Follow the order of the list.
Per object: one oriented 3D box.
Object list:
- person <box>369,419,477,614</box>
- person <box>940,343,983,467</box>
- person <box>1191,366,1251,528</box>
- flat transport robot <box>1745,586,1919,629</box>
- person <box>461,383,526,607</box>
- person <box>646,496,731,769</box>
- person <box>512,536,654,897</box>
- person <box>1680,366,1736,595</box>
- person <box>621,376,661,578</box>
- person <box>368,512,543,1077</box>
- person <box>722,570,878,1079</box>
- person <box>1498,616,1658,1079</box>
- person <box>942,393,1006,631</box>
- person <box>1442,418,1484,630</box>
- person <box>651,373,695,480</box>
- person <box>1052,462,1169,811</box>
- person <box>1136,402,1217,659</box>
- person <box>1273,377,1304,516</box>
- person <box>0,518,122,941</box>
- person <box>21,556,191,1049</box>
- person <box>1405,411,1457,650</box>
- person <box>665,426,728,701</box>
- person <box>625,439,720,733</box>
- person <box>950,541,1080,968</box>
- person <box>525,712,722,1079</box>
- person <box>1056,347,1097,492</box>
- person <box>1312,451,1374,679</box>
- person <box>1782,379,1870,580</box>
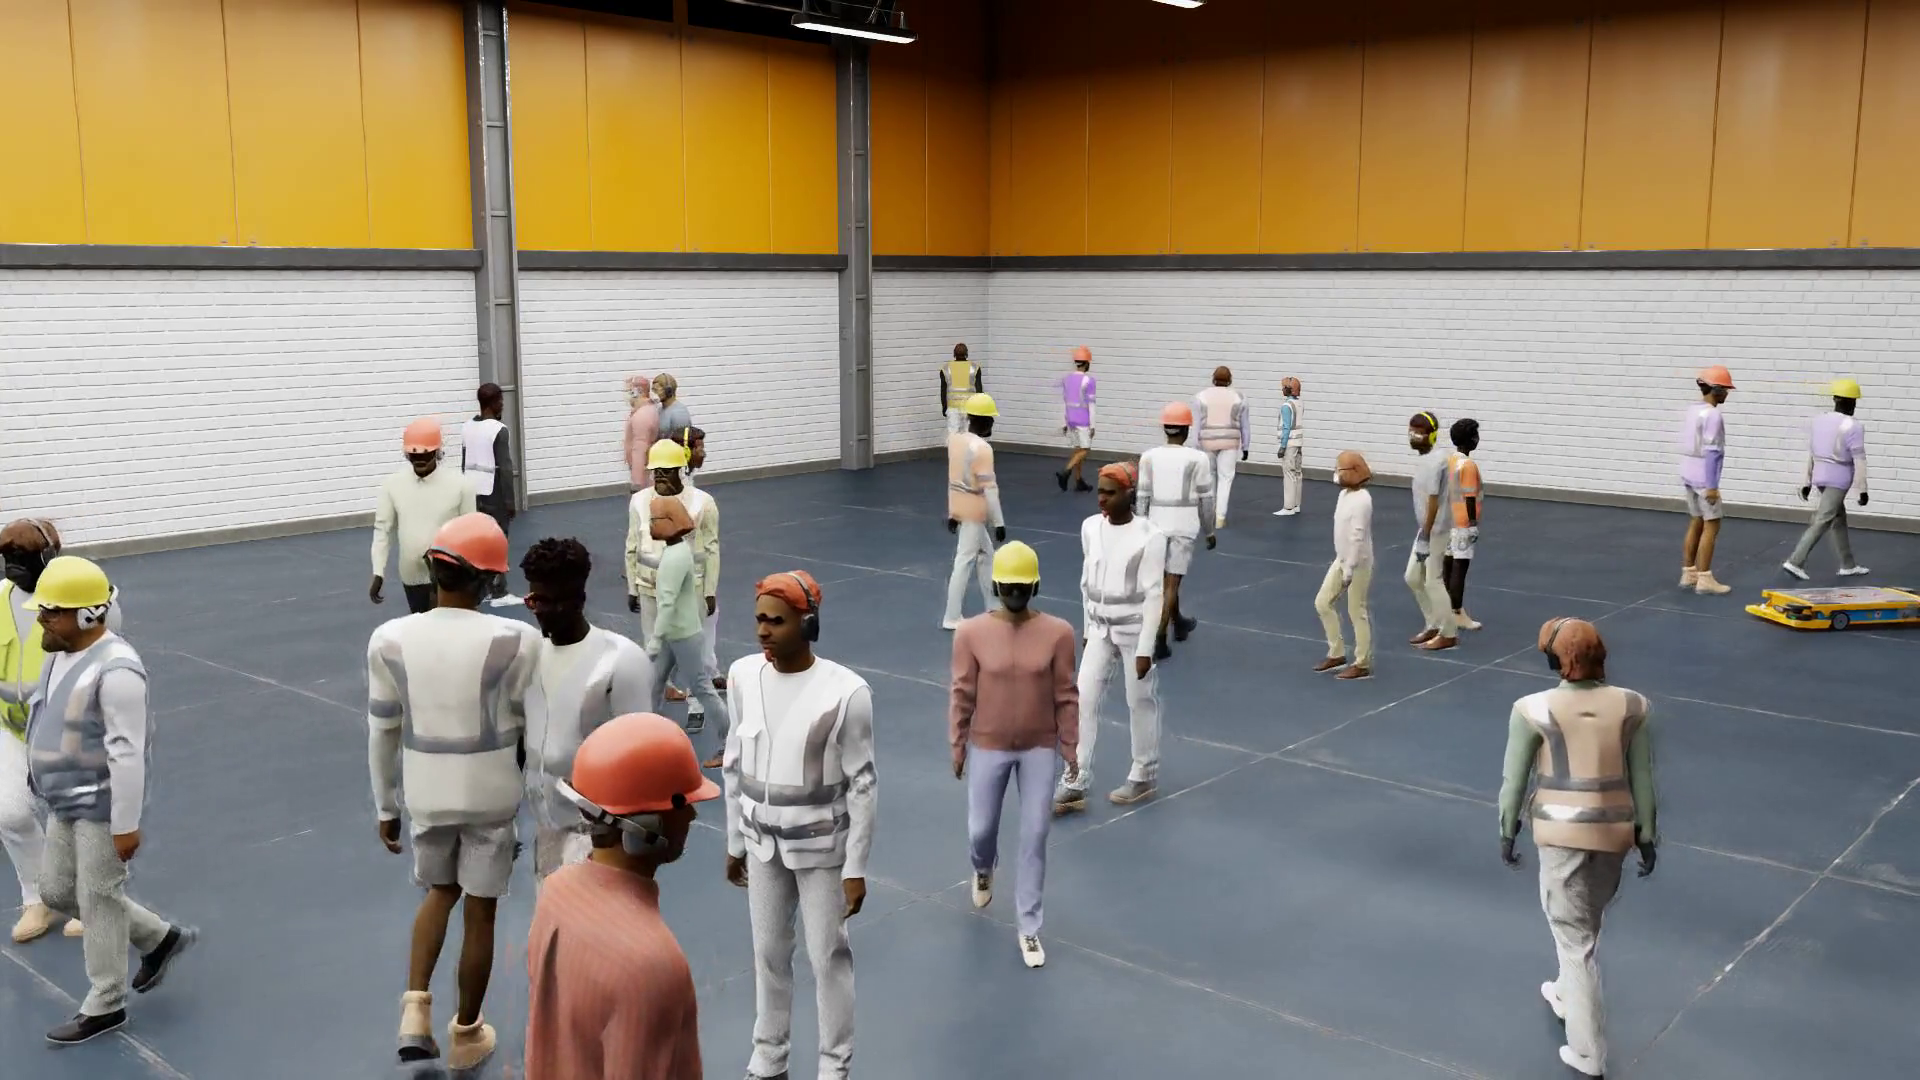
[{"bbox_3d":[-3.331,0.230,10.305,0.605,1.939,0.995,1,9,5],"label":"person"},{"bbox_3d":[0.025,-1.962,24.398,0.627,1.847,0.429,1,9,4],"label":"person"},{"bbox_3d":[2.973,-1.073,18.929,0.657,1.801,0.937,2,9,13],"label":"person"},{"bbox_3d":[7.272,0.544,13.584,1.431,0.197,0.652,-1,9,-9],"label":"flat transport robot"},{"bbox_3d":[-4.041,-0.385,14.270,0.596,1.914,0.373,7,11,38],"label":"person"},{"bbox_3d":[-1.643,0.541,9.464,0.860,1.584,0.517,-2,9,-12],"label":"person"},{"bbox_3d":[-1.352,0.947,5.785,0.638,1.949,0.429,6,11,33],"label":"person"},{"bbox_3d":[6.688,-0.541,14.884,0.410,2.031,0.645,1,9,6],"label":"person"},{"bbox_3d":[-2.959,-0.607,15.798,0.408,1.884,0.894,2,9,12],"label":"person"},{"bbox_3d":[-1.742,0.904,5.862,0.616,2.015,0.426,1,9,4],"label":"person"},{"bbox_3d":[-0.542,1.028,5.499,0.575,1.882,0.359,5,10,30],"label":"person"},{"bbox_3d":[2.220,1.074,6.066,0.524,1.593,0.789,-1,9,-5],"label":"person"},{"bbox_3d":[0.217,-0.221,13.288,0.855,1.891,0.609,-4,10,-24],"label":"person"},{"bbox_3d":[4.028,-0.134,13.370,0.318,1.698,0.535,-1,9,-5],"label":"person"},{"bbox_3d":[-2.710,-0.615,15.711,0.392,1.927,0.646,-5,10,-29],"label":"person"},{"bbox_3d":[0.756,0.529,8.709,0.612,1.852,0.854,9,13,44],"label":"person"},{"bbox_3d":[1.632,-0.089,12.502,0.549,1.883,1.006,5,10,30],"label":"person"},{"bbox_3d":[3.898,-1.101,19.626,0.309,1.641,0.513,5,10,30],"label":"person"},{"bbox_3d":[-3.857,0.813,7.046,0.630,1.824,0.536,1,9,4],"label":"person"},{"bbox_3d":[-3.192,0.948,6.182,0.611,1.821,0.490,8,12,42],"label":"person"},{"bbox_3d":[3.536,-0.056,12.466,0.515,1.827,0.551,0,9,0],"label":"person"},{"bbox_3d":[-1.730,0.165,11.028,0.774,1.838,0.570,-2,9,-10],"label":"person"},{"bbox_3d":[-1.791,0.287,10.307,0.597,1.832,0.404,1,9,7],"label":"person"},{"bbox_3d":[0.227,0.855,7.002,0.544,1.752,0.639,0,9,-3],"label":"person"},{"bbox_3d":[-0.625,1.309,3.532,1.005,1.939,0.649,-6,11,-34],"label":"person"},{"bbox_3d":[1.500,-1.541,21.554,0.720,1.920,0.549,-9,12,-43],"label":"person"},{"bbox_3d":[2.674,0.188,11.617,0.493,1.617,0.502,-1,9,-9],"label":"person"},{"bbox_3d":[8.114,-0.563,15.490,0.978,1.886,0.609,-2,9,-12],"label":"person"}]
